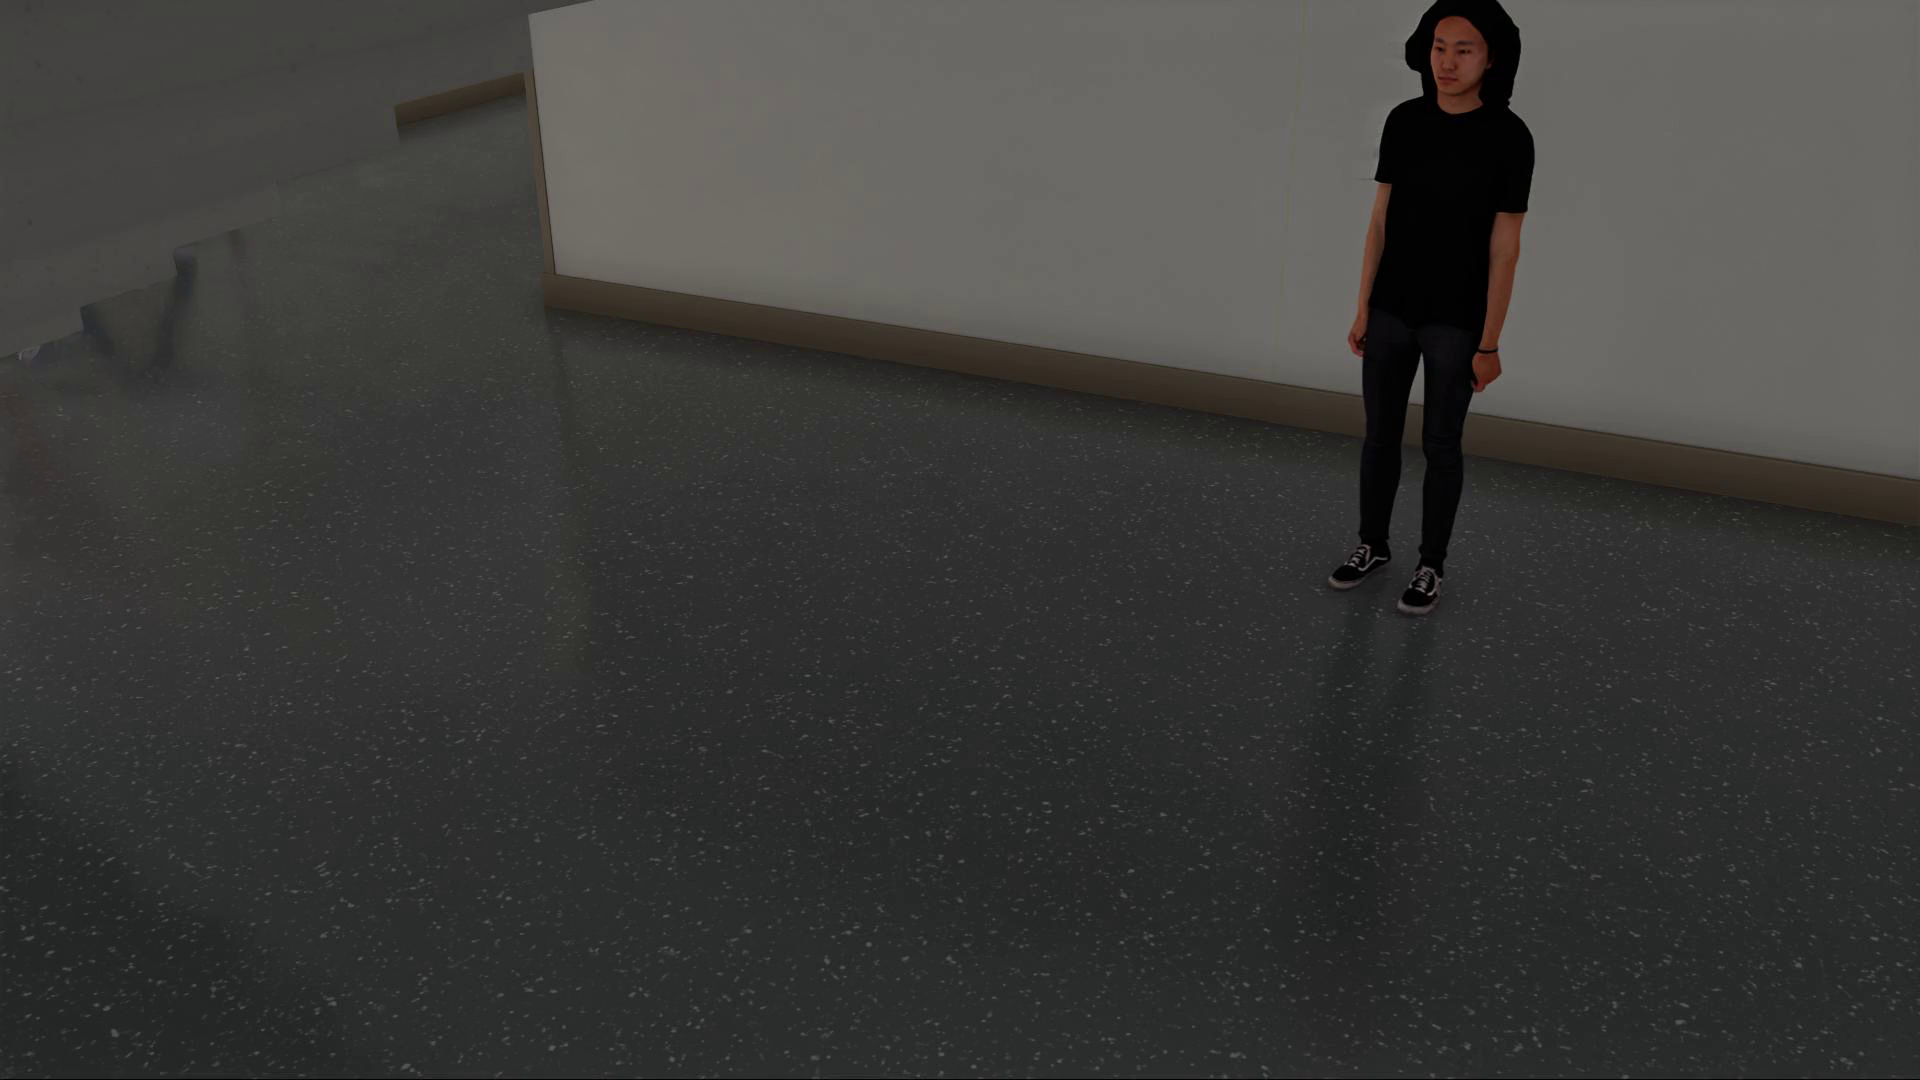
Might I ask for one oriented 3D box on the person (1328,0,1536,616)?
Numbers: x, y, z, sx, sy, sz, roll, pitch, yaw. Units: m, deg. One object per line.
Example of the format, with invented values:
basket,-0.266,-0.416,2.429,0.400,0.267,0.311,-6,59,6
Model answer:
person,1.390,-0.685,4.885,0.578,1.828,0.755,22,33,38
